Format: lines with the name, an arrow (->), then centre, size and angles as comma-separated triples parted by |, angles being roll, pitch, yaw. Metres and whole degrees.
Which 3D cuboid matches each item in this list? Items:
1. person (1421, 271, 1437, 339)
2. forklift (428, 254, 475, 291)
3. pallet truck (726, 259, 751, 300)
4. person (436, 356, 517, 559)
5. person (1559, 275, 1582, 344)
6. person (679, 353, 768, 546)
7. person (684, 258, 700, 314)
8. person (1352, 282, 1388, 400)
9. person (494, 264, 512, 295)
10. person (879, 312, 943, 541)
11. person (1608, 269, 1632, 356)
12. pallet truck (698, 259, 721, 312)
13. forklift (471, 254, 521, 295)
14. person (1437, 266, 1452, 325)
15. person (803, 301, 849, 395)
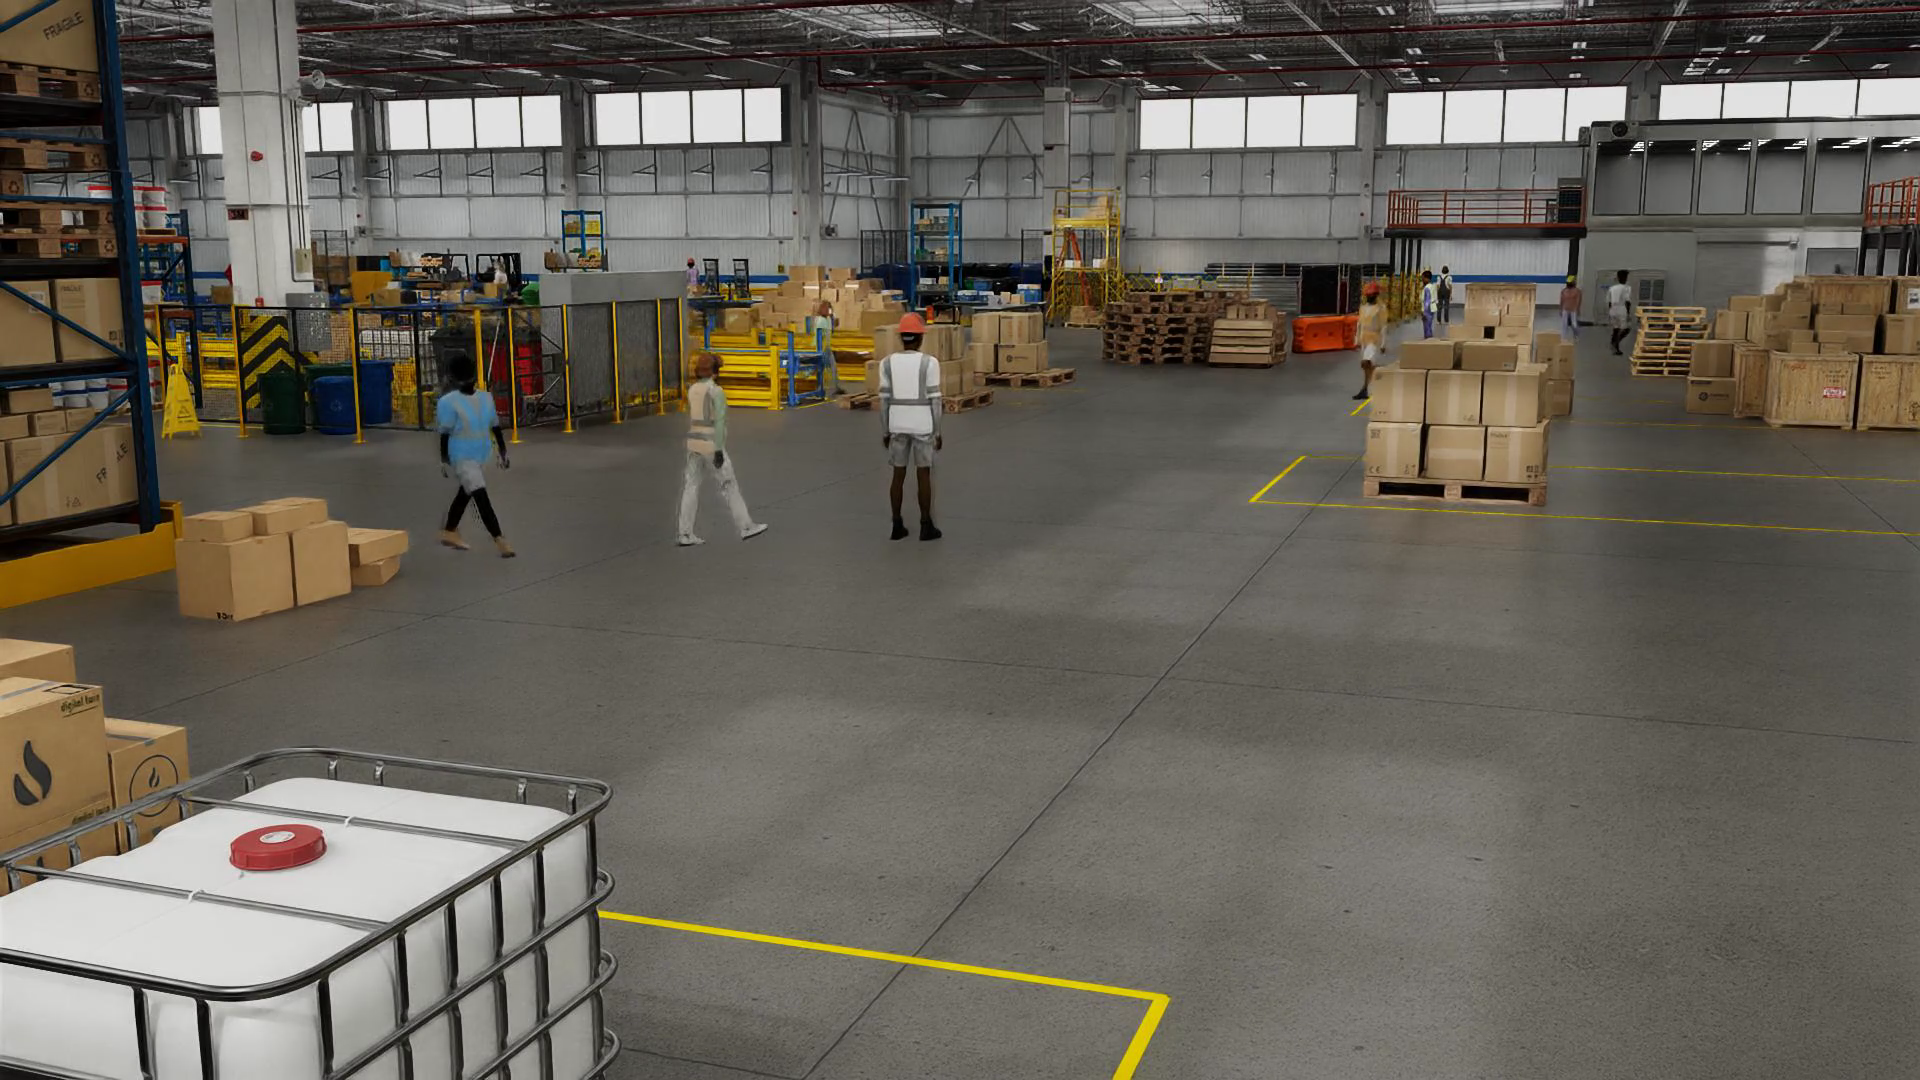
person -> 10.754, -5.227, 38.228 | 0.393, 1.916, 0.591 | 4, 11, 23
forklift -> -20.133, -10.254, 65.465 | 1.157, 1.987, 2.680 | 3, 11, 19
pallet truck -> -7.986, -9.493, 62.019 | 0.823, 1.965, 1.885 | 3, 11, 17
person -> -3.930, -0.667, 13.347 | 0.902, 1.631, 0.587 | 6, 11, 29
person -> 15.186, -5.709, 41.384 | 0.538, 1.752, 0.451 | 7, 13, 36
person -> -2.037, -0.762, 13.955 | 0.830, 1.597, 0.528 | -9, 14, -42
person -> -9.276, -8.704, 57.451 | 0.608, 2.044, 0.377 | -8, 13, -39
person -> 6.733, -3.249, 27.092 | 0.804, 1.918, 0.553 | -6, 12, -31
person -> -15.314, -8.366, 56.056 | 0.934, 1.864, 0.651 | 2, 10, 11
person -> -0.400, -0.960, 14.138 | 0.551, 1.935, 0.372 | 3, 11, 18
person -> 14.885, -5.114, 37.476 | 0.419, 1.952, 0.643 | -5, 11, -25
pallet truck -> -9.165, -9.627, 62.776 | 0.823, 1.965, 1.885 | 4, 11, 23
forklift -> -17.990, -10.121, 64.684 | 1.157, 1.987, 2.680 | 3, 11, 17
person -> 15.219, -7.680, 52.239 | 0.507, 1.846, 0.344 | 8, 13, 38
person -> -2.323, -3.199, 27.752 | 0.878, 1.590, 0.508 | 4, 11, 20
